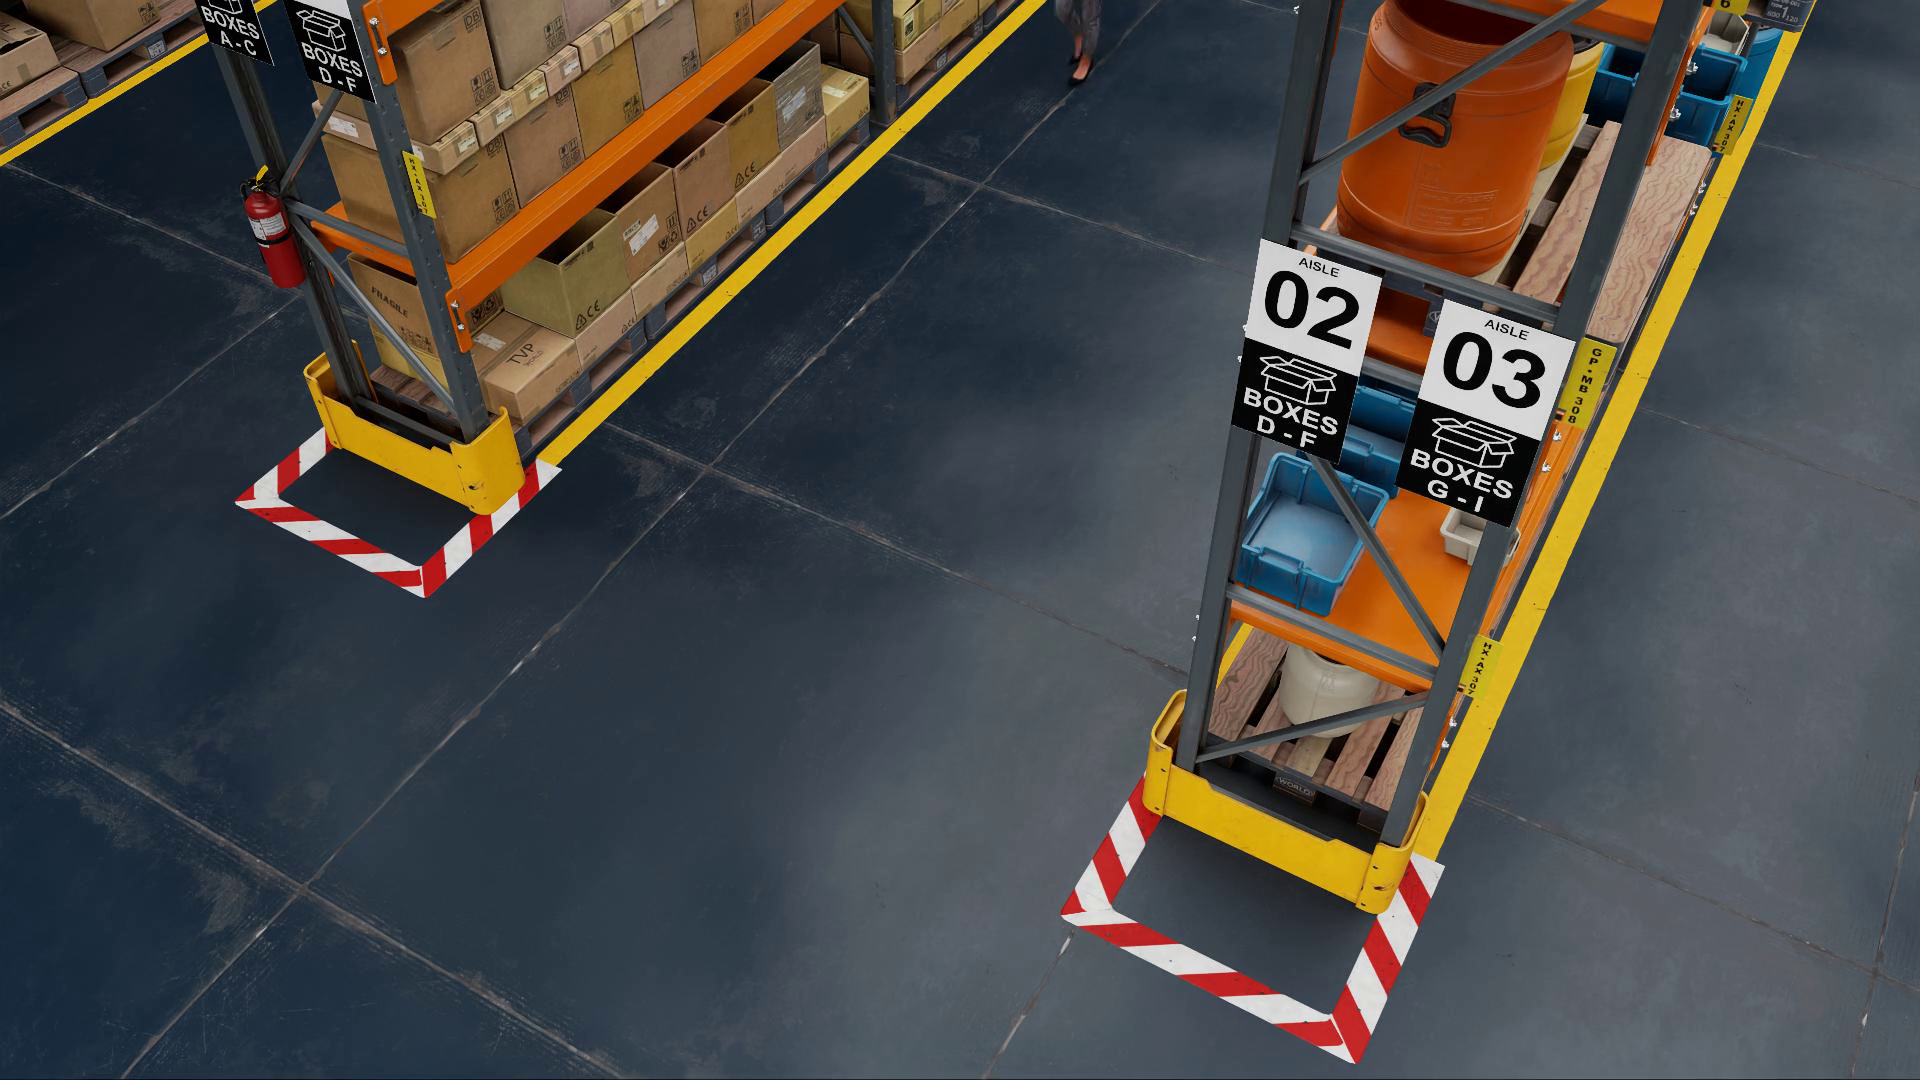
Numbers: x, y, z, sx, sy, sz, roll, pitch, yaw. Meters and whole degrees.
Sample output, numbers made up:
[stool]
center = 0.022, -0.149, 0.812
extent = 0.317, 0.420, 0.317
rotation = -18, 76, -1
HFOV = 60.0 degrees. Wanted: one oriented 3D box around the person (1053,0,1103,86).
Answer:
[person]
center = 0.901, -3.821, 11.031
extent = 0.666, 1.669, 0.657
rotation = 35, 56, 28
